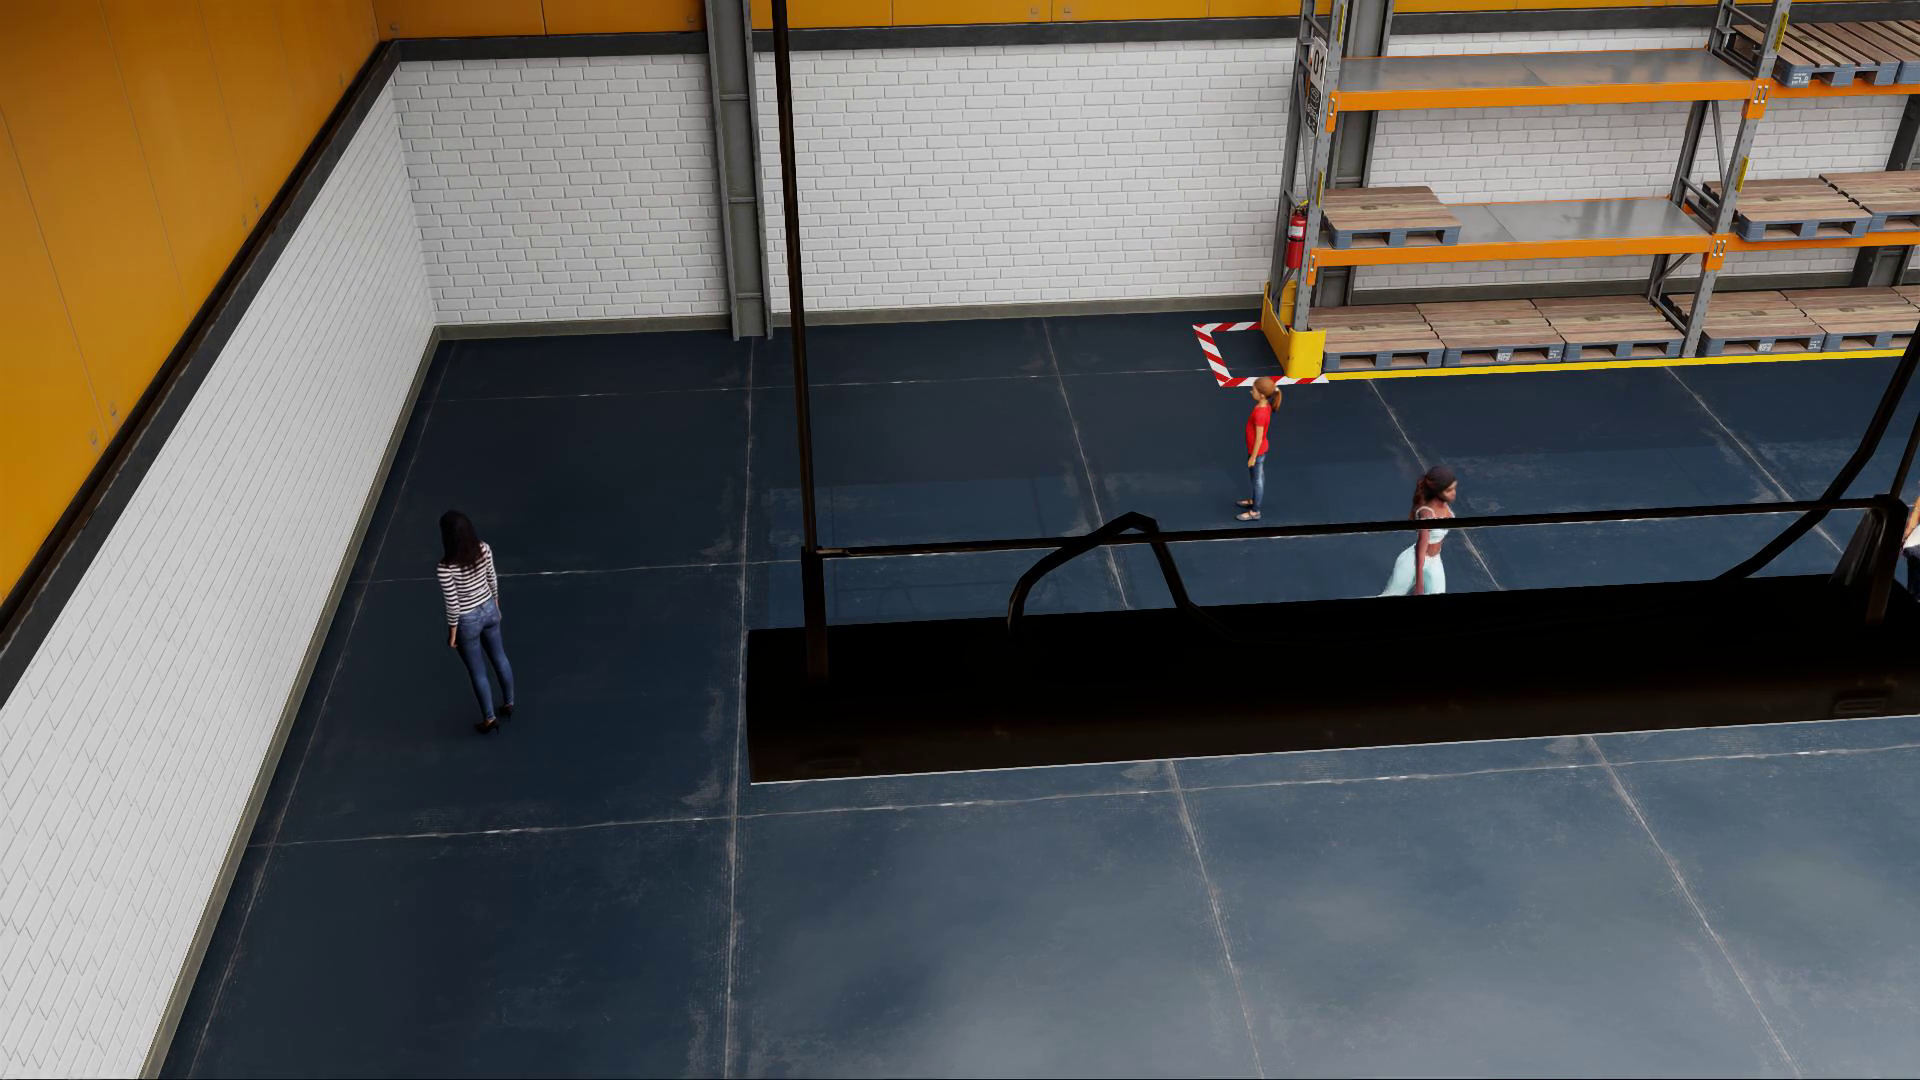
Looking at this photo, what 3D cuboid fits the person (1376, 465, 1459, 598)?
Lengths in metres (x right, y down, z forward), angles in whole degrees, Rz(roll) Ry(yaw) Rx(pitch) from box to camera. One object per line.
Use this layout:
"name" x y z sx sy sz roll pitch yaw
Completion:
"person" 3.231 0.191 12.035 1.180 1.674 1.093 24 40 31

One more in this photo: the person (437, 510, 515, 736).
"person" -3.305 0.567 11.359 0.691 1.796 0.648 22 39 29

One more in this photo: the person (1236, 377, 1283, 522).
"person" 2.480 -0.764 13.801 0.576 1.311 0.548 8 34 12
